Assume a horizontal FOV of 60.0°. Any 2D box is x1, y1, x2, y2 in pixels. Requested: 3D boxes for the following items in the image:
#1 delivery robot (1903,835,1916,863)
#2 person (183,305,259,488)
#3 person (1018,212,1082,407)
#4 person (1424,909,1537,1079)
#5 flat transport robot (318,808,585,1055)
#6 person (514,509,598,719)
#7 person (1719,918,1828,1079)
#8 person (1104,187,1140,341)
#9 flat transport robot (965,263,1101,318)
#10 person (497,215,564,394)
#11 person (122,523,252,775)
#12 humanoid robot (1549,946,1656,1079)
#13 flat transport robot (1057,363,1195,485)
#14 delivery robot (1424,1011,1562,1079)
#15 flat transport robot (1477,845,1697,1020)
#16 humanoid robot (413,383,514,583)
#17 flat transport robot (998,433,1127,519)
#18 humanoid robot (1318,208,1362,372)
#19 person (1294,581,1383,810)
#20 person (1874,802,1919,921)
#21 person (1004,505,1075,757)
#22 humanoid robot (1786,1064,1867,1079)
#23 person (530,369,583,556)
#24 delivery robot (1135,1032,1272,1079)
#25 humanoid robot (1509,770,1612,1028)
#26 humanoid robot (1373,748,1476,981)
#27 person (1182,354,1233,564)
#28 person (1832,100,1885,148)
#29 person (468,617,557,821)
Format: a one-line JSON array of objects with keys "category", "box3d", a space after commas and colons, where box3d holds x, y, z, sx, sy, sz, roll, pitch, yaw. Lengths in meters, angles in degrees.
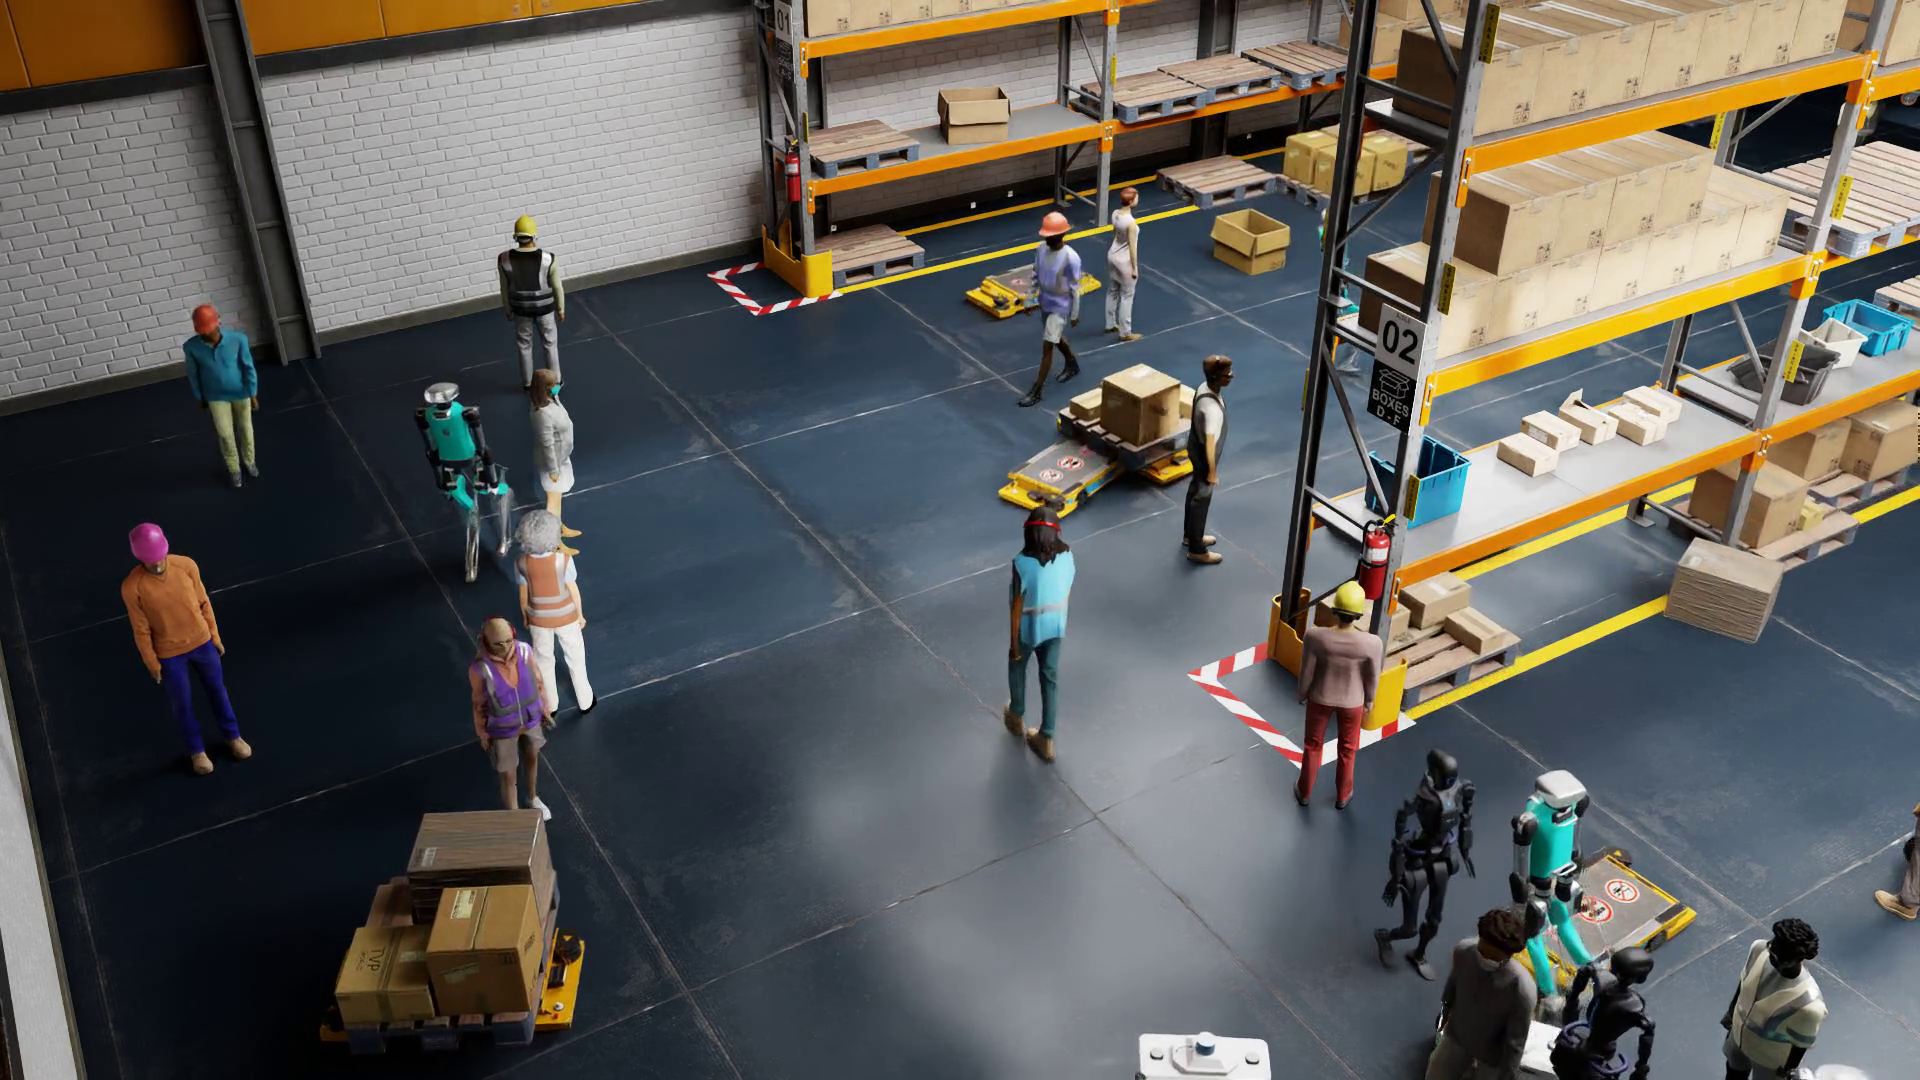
[{"category": "delivery robot", "box3d": [6.480, 2.041, 10.547, 0.778, 0.581, 0.499, 6, 33, 9]}, {"category": "person", "box3d": [-6.499, -1.287, 14.762, 0.560, 1.725, 0.570, -14, 35, -21]}, {"category": "person", "box3d": [0.919, -2.309, 16.240, 0.954, 1.895, 0.548, -22, 38, -31]}, {"category": "person", "box3d": [2.562, 2.607, 8.416, 0.536, 1.866, 0.831, 28, 42, 37]}, {"category": "flat transport robot", "box3d": [-3.000, 2.636, 9.880, 1.431, 0.231, 0.659, -2, 32, -3]}, {"category": "person", "box3d": [-2.911, 0.542, 11.878, 0.441, 1.689, 0.306, -2, 32, -3]}, {"category": "person", "box3d": [4.148, 2.599, 8.602, 0.319, 1.692, 0.535, -7, 33, -11]}, {"category": "person", "box3d": [1.722, -2.891, 17.393, 0.303, 1.655, 0.428, -16, 36, -24]}, {"category": "flat transport robot", "box3d": [0.825, -2.837, 18.608, 1.431, 0.231, 0.659, -21, 38, -29]}, {"category": "person", "box3d": [-4.165, -2.289, 16.280, 0.598, 1.818, 0.403, -4, 32, -6]}, {"category": "person", "box3d": [-5.304, 0.724, 11.333, 0.516, 1.973, 0.402, -27, 41, -36]}, {"category": "humanoid robot", "box3d": [3.237, 2.680, 8.490, 0.324, 1.654, 0.583, -14, 35, -22]}, {"category": "flat transport robot", "box3d": [1.625, -0.957, 15.611, 0.659, 0.231, 1.431, -23, 39, -32]}, {"category": "delivery robot", "box3d": [3.011, 2.845, 9.265, 0.774, 0.581, 0.499, 12, 34, 19]}, {"category": "flat transport robot", "box3d": [3.841, 2.398, 10.260, 1.431, 0.231, 0.659, -21, 38, -29]}, {"category": "humanoid robot", "box3d": [-3.993, -0.563, 13.622, 0.578, 1.774, 0.892, 3, 32, 5]}, {"category": "flat transport robot", "box3d": [1.039, -0.636, 15.097, 0.659, 0.231, 1.431, 23, 39, 32]}, {"category": "humanoid robot", "box3d": [3.913, -2.408, 16.580, 0.836, 1.798, 0.547, 10, 33, 15]}, {"category": "person", "box3d": [2.490, 1.038, 11.019, 0.522, 1.768, 0.307, 6, 33, 10]}, {"category": "person", "box3d": [6.053, 1.557, 10.191, 0.460, 1.770, 0.345, -15, 35, -22]}, {"category": "person", "box3d": [0.544, 0.614, 11.642, 0.551, 1.819, 0.757, -12, 34, -18]}, {"category": "humanoid robot", "box3d": [4.175, 3.134, 7.770, 0.871, 1.837, 0.542, -2, 32, -3]}, {"category": "person", "box3d": [-3.358, -0.666, 13.832, 0.337, 1.658, 0.497, -3, 32, -5]}, {"category": "delivery robot", "box3d": [1.341, 2.936, 9.117, 0.764, 0.578, 0.499, 2, 32, 3]}, {"category": "humanoid robot", "box3d": [3.381, 2.193, 9.285, 0.532, 1.860, 0.796, -19, 37, -27]}, {"category": "humanoid robot", "box3d": [2.761, 1.886, 9.755, 0.608, 1.649, 0.358, -13, 34, -20]}, {"category": "person", "box3d": [2.038, -0.679, 13.684, 0.344, 1.846, 0.507, 0, 32, 1]}, {"category": "person", "box3d": [10.756, -4.697, 20.089, 0.563, 1.847, 0.389, -7, 33, -11]}, {"category": "person", "box3d": [-2.872, 1.228, 10.806, 0.495, 1.686, 0.497, -26, 40, -35]}]
